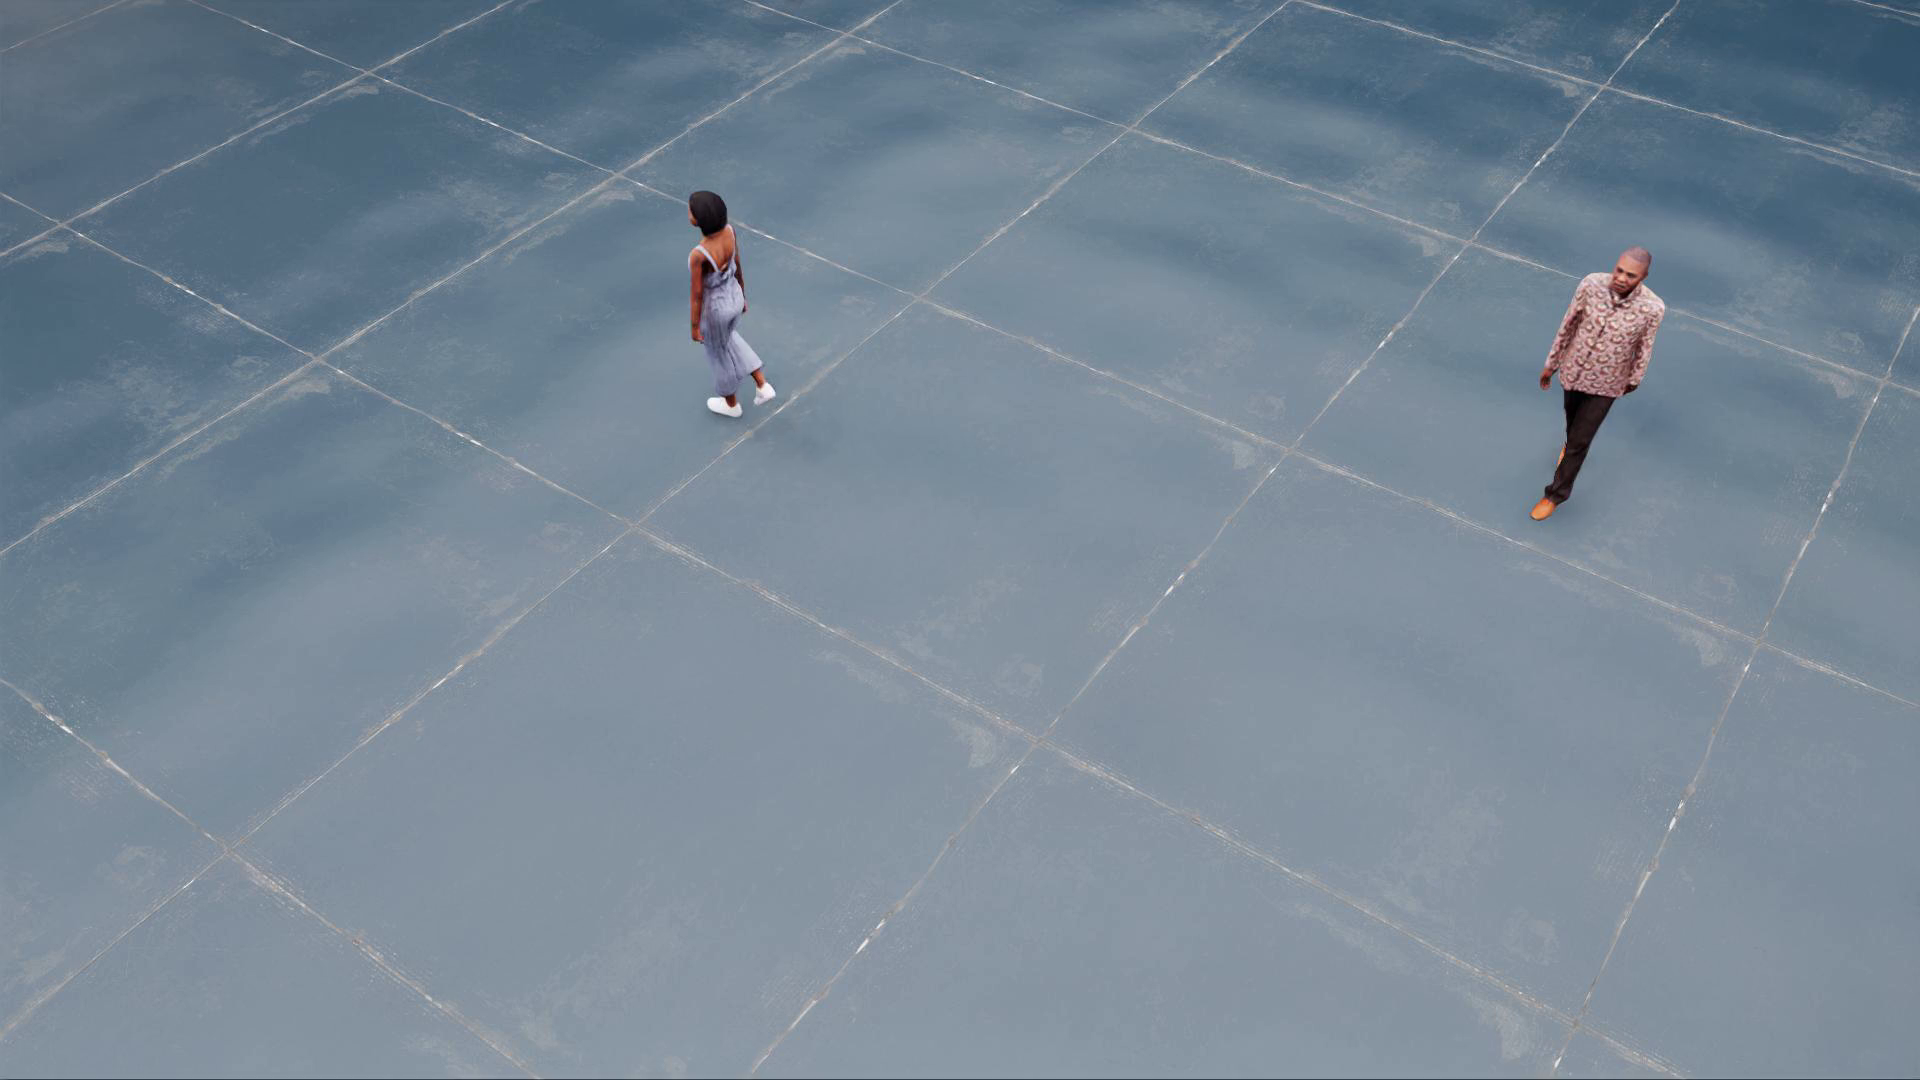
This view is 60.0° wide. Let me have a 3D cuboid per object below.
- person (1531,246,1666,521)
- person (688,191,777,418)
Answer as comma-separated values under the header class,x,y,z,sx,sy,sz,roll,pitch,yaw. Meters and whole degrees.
class,x,y,z,sx,sy,sz,roll,pitch,yaw
person,3.857,-1.049,10.044,1.138,1.769,0.814,30,51,28
person,-1.437,-1.429,10.515,0.785,1.682,0.614,24,48,23
